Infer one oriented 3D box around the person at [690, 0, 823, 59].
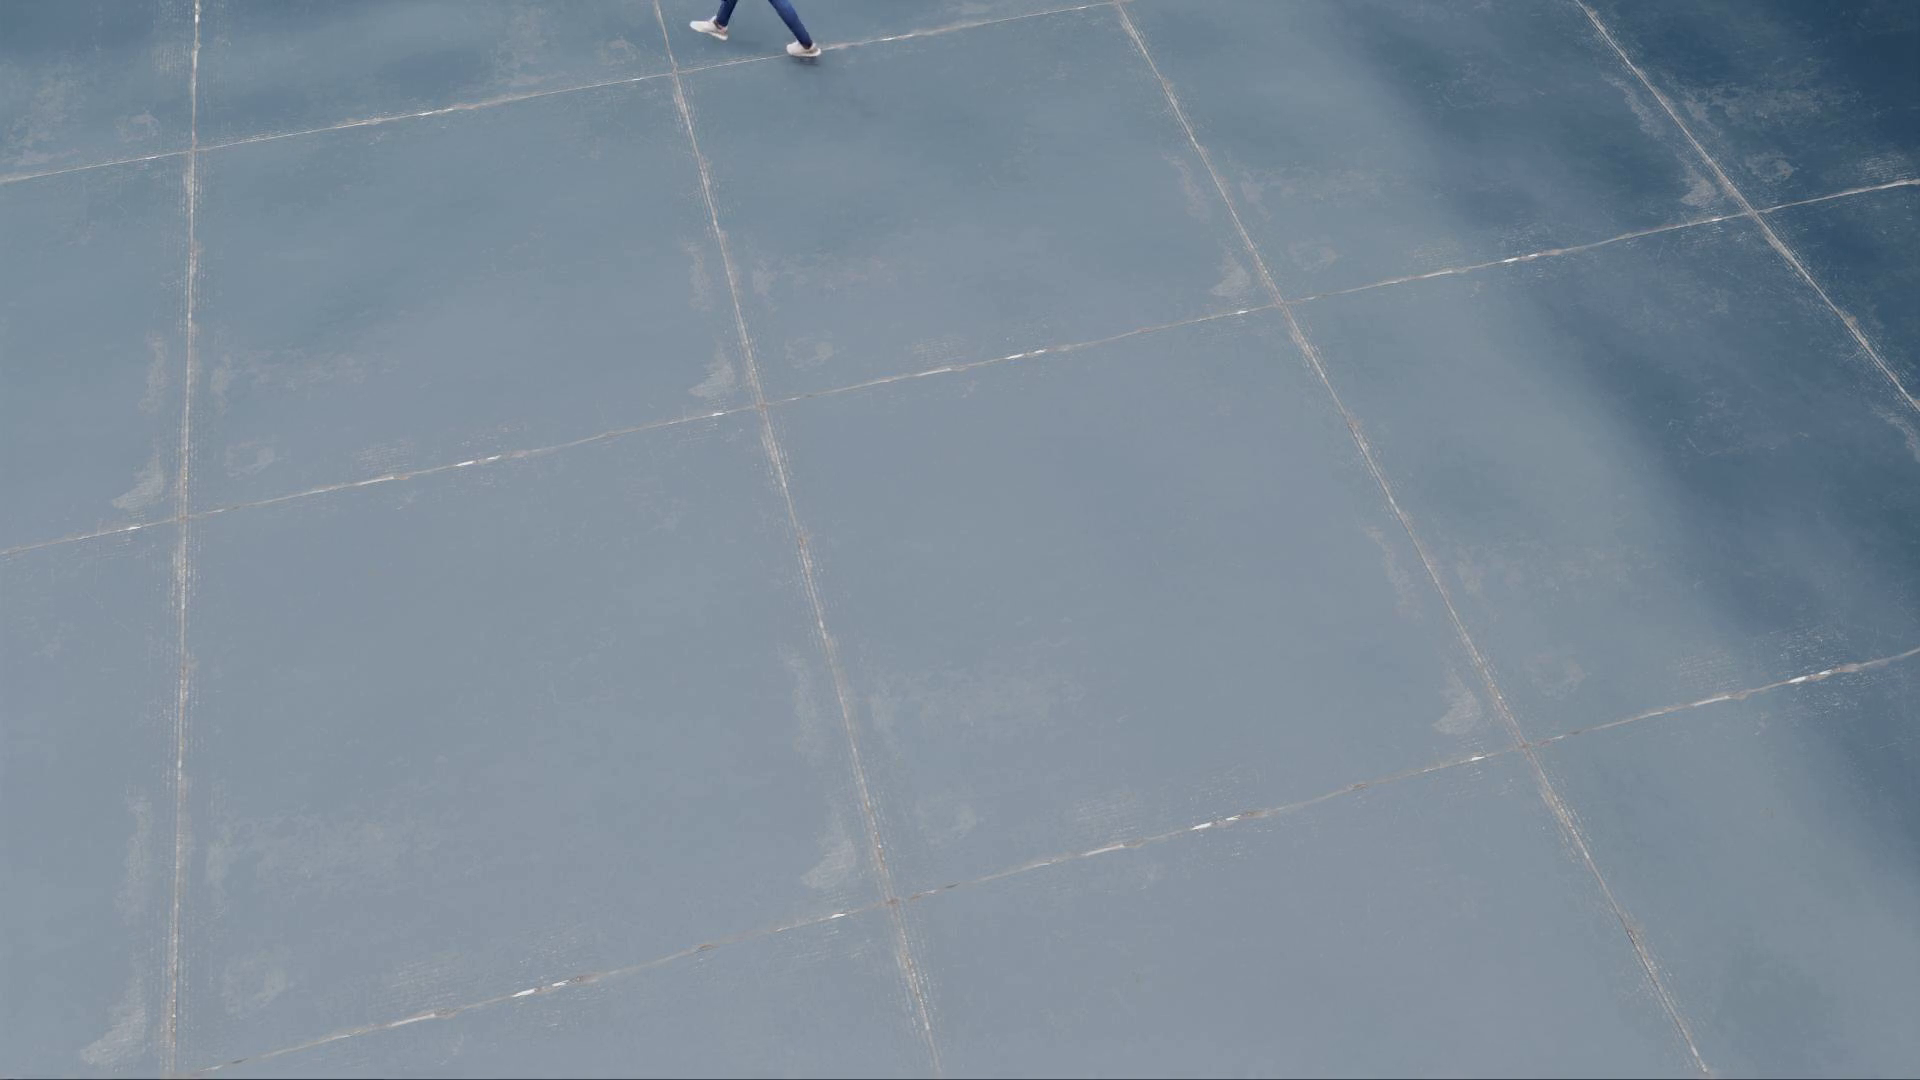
[{"bbox_3d":[-1.210,-3.646,10.154,1.103,1.688,1.165,17,54,13],"label":"person"}]
